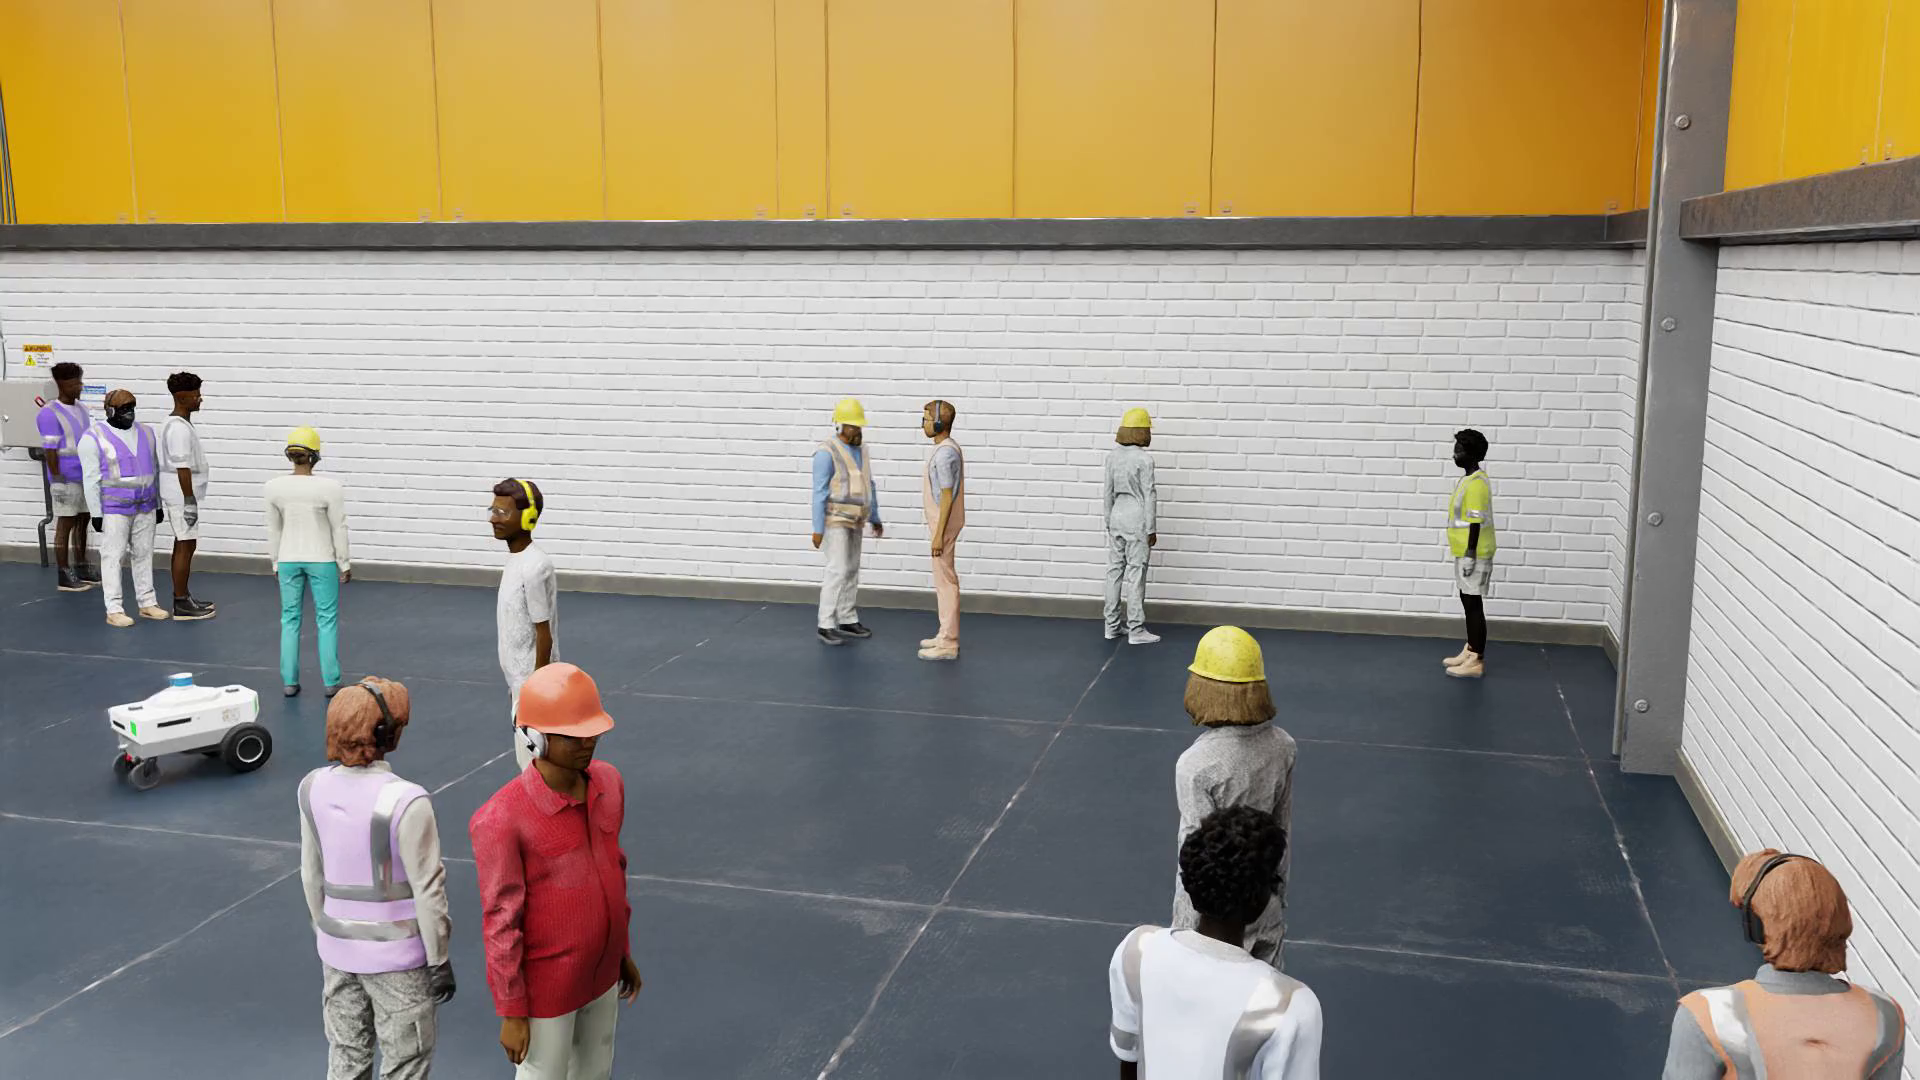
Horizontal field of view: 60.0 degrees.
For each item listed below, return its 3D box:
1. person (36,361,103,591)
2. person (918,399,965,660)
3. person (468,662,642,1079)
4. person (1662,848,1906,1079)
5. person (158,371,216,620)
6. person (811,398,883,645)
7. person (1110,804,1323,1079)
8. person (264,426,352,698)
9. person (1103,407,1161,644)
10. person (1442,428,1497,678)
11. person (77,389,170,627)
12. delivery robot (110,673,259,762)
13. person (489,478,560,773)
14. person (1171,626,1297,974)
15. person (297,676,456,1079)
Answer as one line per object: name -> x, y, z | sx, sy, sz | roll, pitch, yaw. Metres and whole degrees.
person -> -7.595, -0.551, 14.239 | 0.367, 1.962, 0.613 | 0, 10, 2
person -> -0.134, -0.075, 11.787 | 0.335, 1.845, 0.513 | 1, 10, 3
person -> -1.078, 1.191, 4.602 | 0.329, 1.751, 0.566 | 4, 11, 24
person -> 1.683, 1.446, 3.468 | 0.525, 1.631, 0.320 | -1, 10, -8
person -> -6.096, -0.350, 13.098 | 0.382, 1.958, 0.606 | -5, 11, -27
person -> -0.835, -0.142, 12.261 | 0.421, 1.819, 0.674 | 6, 11, 30
person -> 0.545, 1.397, 3.589 | 0.319, 1.687, 0.539 | -9, 13, -44
person -> -4.203, 0.142, 10.769 | 0.523, 1.760, 0.336 | 0, 10, 1
person -> 1.276, -0.110, 12.302 | 0.317, 1.741, 0.492 | -8, 12, -39
person -> 3.466, 0.085, 11.309 | 0.322, 1.689, 0.530 | 1, 10, 7
person -> -6.448, -0.251, 12.877 | 0.430, 1.835, 0.628 | 5, 11, 28
delivery robot -> -4.248, 0.975, 9.124 | 0.477, 0.478, 0.707 | 9, 13, 44
person -> -1.951, 0.650, 7.436 | 0.316, 1.874, 0.532 | -4, 10, -21
person -> 0.805, 1.119, 5.057 | 0.493, 1.742, 0.322 | -8, 12, -39
person -> -1.682, 1.209, 4.831 | 0.512, 1.642, 0.312 | 5, 11, 27
